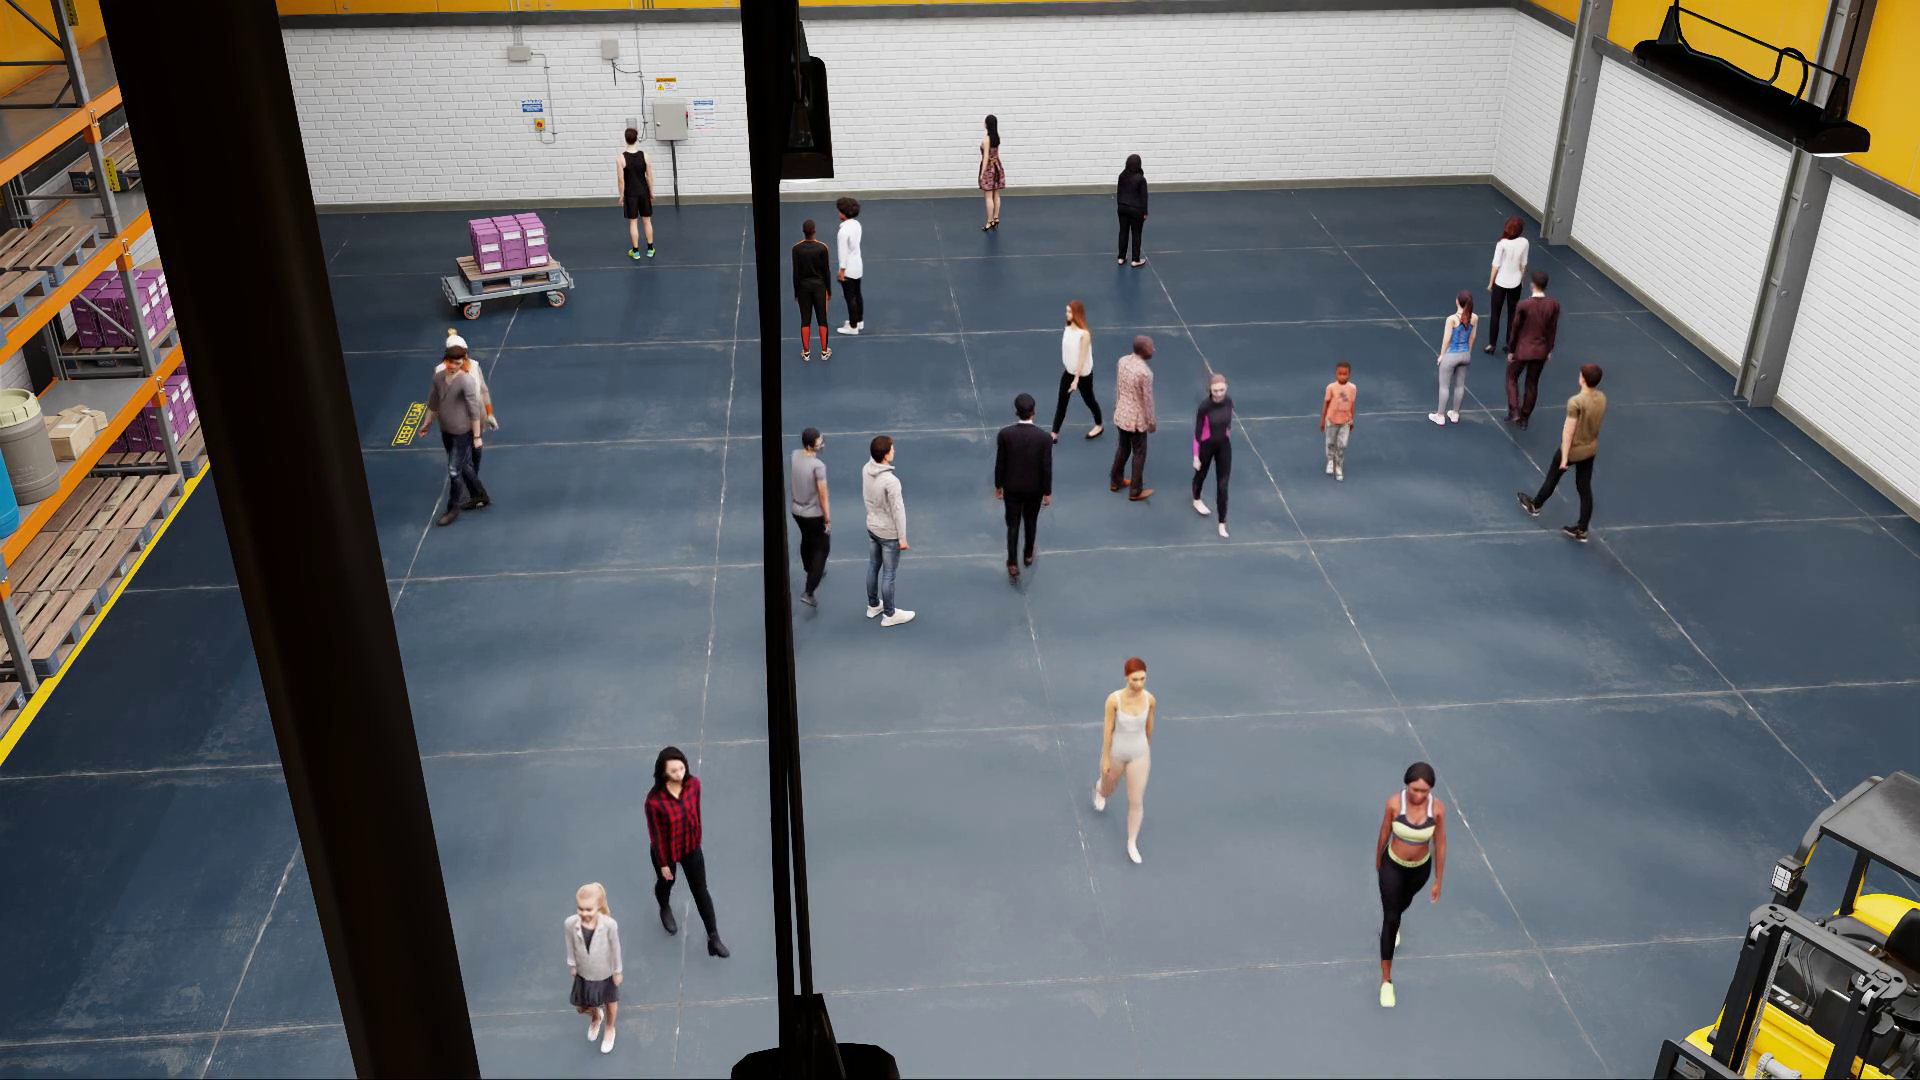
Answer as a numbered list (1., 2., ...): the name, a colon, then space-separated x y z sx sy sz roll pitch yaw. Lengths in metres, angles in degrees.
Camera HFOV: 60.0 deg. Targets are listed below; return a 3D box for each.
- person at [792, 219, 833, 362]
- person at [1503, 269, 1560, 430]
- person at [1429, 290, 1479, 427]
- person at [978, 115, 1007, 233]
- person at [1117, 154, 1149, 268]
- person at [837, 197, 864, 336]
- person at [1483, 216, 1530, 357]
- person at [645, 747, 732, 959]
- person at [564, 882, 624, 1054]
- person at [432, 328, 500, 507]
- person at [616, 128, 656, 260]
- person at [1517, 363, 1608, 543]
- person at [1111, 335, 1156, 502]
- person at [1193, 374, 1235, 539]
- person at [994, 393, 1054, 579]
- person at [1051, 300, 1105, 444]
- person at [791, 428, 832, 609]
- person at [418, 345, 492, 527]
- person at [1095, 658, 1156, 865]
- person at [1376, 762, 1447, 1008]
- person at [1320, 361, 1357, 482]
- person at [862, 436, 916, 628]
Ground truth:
1. person: -1.843 -3.125 20.750 0.626 1.808 0.524 -1 29 -3
2. person: 6.487 -2.114 18.852 0.734 1.850 0.684 3 29 6
3. person: 5.687 -2.101 19.078 0.604 1.610 0.599 -8 30 -15
4. person: 0.463 -5.591 25.306 0.865 1.774 0.796 18 33 29
5. person: 2.468 -4.742 23.918 0.759 1.613 0.806 18 33 29
6. person: -1.413 -3.557 21.540 0.775 1.809 0.666 12 31 20
7. person: 6.868 -3.189 20.882 0.611 1.794 0.513 -3 29 -6
8. person: -2.008 2.080 11.401 0.953 1.623 1.107 -21 35 -34
9. person: -2.318 2.691 10.647 0.548 1.271 0.576 2 29 4
10. person: -5.233 -1.334 17.397 0.942 1.874 1.015 -23 36 -36
11. person: -4.700 -5.037 24.168 0.746 1.892 0.706 -12 31 -20
12. person: 6.212 -0.830 16.546 0.940 1.805 1.261 -13 31 -22
13. person: 1.802 -1.285 17.388 0.860 1.797 0.726 -18 33 -29
14. person: 2.549 -0.923 16.846 0.622 1.680 1.165 -6 29 -12
15. person: 0.580 -0.484 15.851 0.862 1.863 1.086 4 29 7
16. person: 1.396 -1.859 18.564 1.003 1.679 1.077 -20 34 -32
17. person: -1.397 -0.226 15.511 1.044 1.735 1.110 16 32 27
18. person: -5.082 -1.109 17.000 1.125 1.861 1.066 -22 35 -34
19. person: 1.203 1.557 12.361 0.576 1.623 0.976 -4 29 -8
20. person: 2.998 2.161 11.176 0.776 1.697 1.222 4 29 8
21. person: 4.093 -1.337 18.006 0.609 1.296 0.734 5 29 9
22. person: -0.706 -0.100 15.157 0.819 1.853 0.714 -21 35 -34
